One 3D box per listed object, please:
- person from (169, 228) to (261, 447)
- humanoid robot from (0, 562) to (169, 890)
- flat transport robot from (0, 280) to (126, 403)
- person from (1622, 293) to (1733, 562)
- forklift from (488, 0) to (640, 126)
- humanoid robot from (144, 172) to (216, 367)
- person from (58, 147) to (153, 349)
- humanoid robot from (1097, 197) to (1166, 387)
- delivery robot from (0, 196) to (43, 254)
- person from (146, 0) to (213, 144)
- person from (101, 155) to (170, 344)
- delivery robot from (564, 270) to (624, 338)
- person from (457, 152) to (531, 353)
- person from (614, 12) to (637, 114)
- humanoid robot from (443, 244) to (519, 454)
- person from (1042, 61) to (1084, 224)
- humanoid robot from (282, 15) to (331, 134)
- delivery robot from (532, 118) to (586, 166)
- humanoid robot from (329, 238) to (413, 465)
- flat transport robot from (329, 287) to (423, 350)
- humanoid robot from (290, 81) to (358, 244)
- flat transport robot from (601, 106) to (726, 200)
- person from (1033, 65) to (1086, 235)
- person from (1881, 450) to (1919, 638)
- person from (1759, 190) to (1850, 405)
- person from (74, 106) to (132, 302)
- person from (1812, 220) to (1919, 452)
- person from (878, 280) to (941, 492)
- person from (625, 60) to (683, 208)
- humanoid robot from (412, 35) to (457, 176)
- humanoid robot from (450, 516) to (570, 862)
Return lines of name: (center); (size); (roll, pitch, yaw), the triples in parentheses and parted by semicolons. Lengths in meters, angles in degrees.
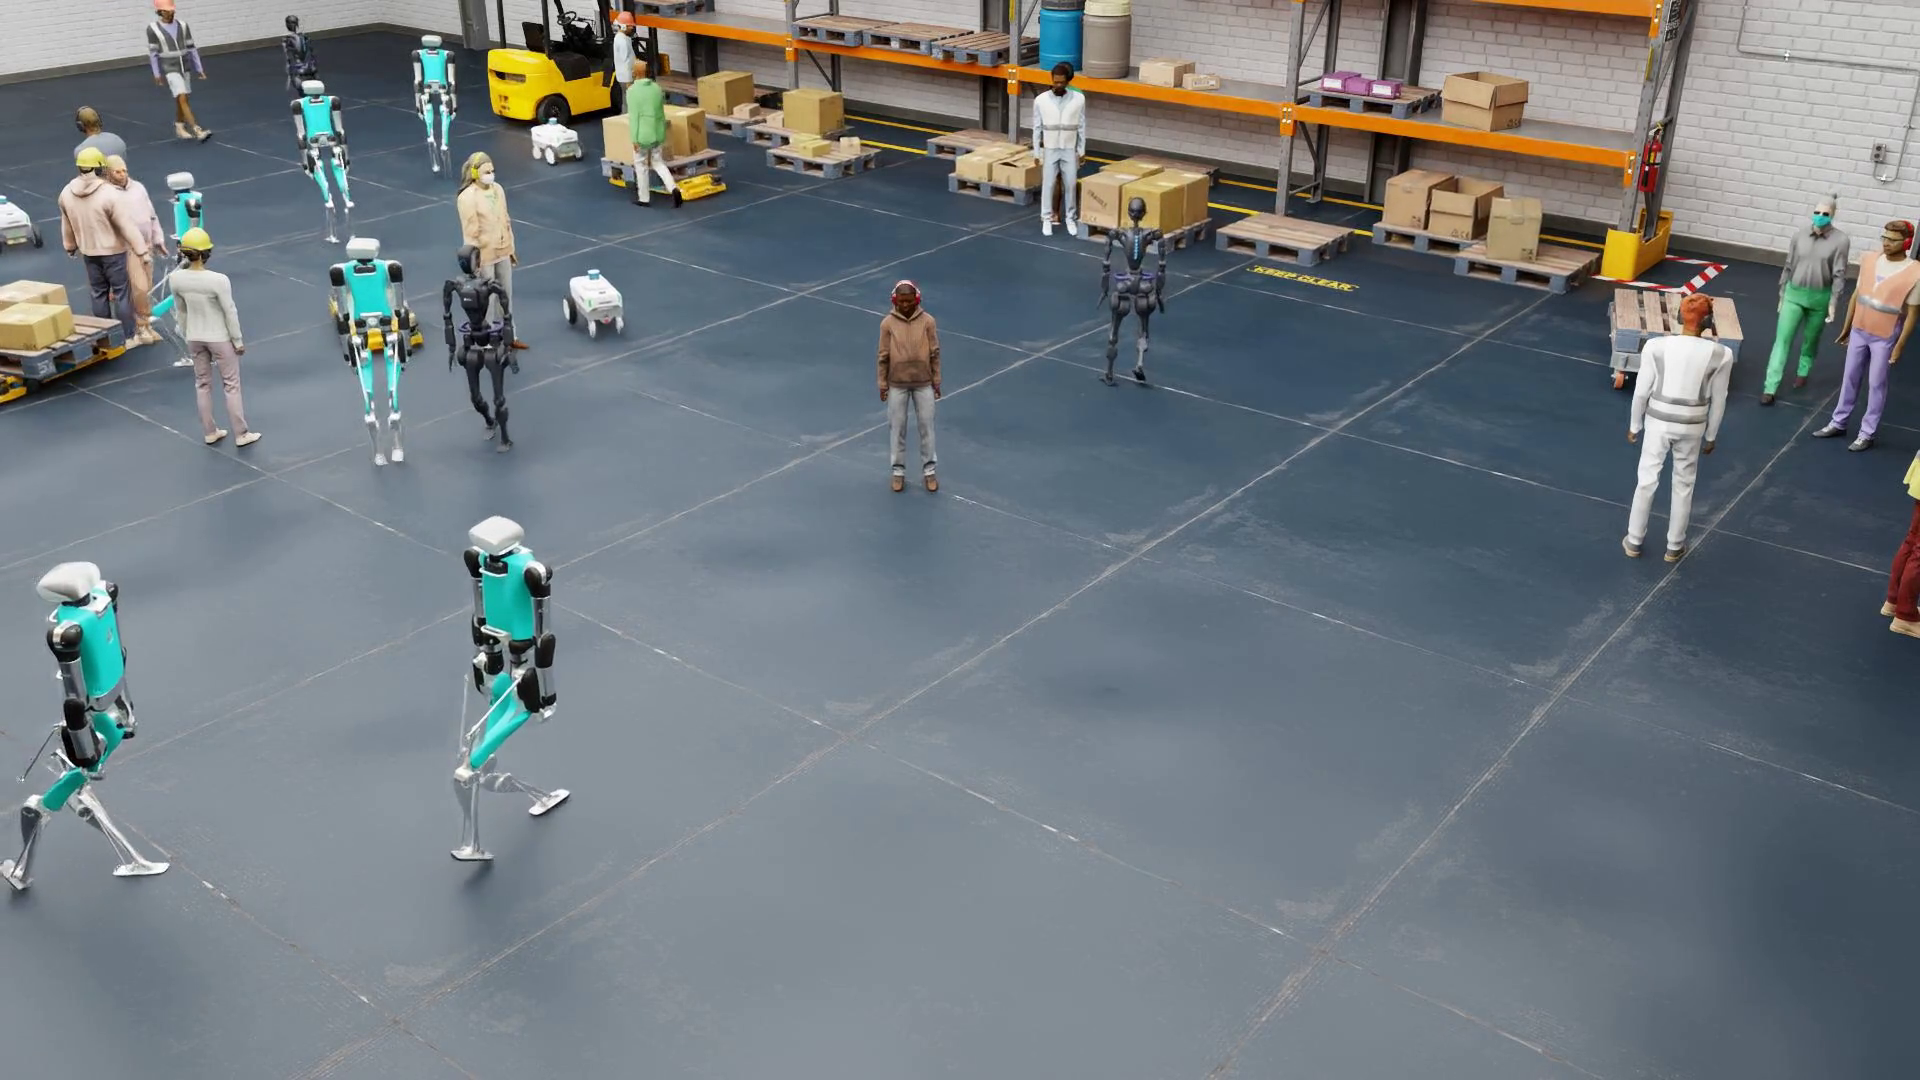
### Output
person: (-5.913, -1.596, 13.165); (0.525, 1.759, 0.337); (5, 26, 10)
humanoid robot: (-4.382, 0.947, 7.994); (0.878, 1.827, 0.548); (-1, 26, -2)
flat transport robot: (-8.233, -1.560, 14.801); (0.659, 0.231, 1.431); (9, 27, 18)
person: (4.838, -0.753, 11.276); (0.574, 1.883, 0.362); (12, 28, 23)
forklift: (-5.874, -7.334, 24.552); (1.214, 2.155, 2.313); (19, 32, 34)
humanoid robot: (-6.964, -2.307, 14.673); (0.762, 1.786, 0.550); (-17, 30, -31)
person: (-7.849, -2.653, 15.246); (0.810, 1.855, 0.435); (4, 26, 7)
humanoid robot: (1.485, -2.125, 14.352); (0.588, 1.645, 0.414); (0, 26, -1)
delivery robot: (-10.608, -3.510, 18.531); (0.499, 0.613, 0.817); (-21, 33, -36)
person: (-10.815, -6.535, 23.122); (1.010, 1.991, 0.632); (16, 30, 30)
person: (-7.645, -2.684, 15.402); (0.520, 1.767, 0.516); (14, 29, 26)
delivery robot: (-3.495, -2.299, 15.992); (0.499, 0.586, 0.765); (-12, 28, -24)
person: (-4.276, -2.587, 15.101); (0.415, 1.867, 0.565); (13, 29, 25)
person: (-4.671, -6.542, 23.426); (0.350, 1.740, 0.573); (-6, 26, -11)
humanoid robot: (-3.767, -1.534, 13.144); (0.589, 1.647, 0.532); (2, 26, 4)
person: (1.206, -4.586, 19.252); (0.495, 1.850, 0.396); (-13, 29, -25)
humanoid robot: (-9.312, -6.596, 23.624); (0.409, 1.641, 0.615); (11, 28, 21)
delivery robot: (-5.420, -5.340, 22.319); (0.499, 0.610, 0.814); (-23, 34, -39)
humanoid robot: (-4.458, -1.391, 12.723); (0.532, 1.764, 0.612); (-7, 27, -14)
flat transport robot: (-5.632, -2.132, 15.985); (0.659, 0.231, 1.431); (-12, 28, -23)
humanoid robot: (-7.008, -4.156, 18.510); (0.530, 1.802, 0.693); (-16, 30, -30)
flat transport robot: (-3.701, -4.532, 20.957); (1.431, 0.231, 0.659); (18, 31, 33)
person: (1.121, -4.416, 18.837); (0.599, 1.904, 0.394); (-2, 26, -4)
person: (6.089, -0.251, 10.367); (0.378, 1.768, 0.466); (8, 27, 15)
person: (7.211, -2.063, 14.123); (0.516, 1.774, 0.943); (17, 31, 31)
person: (-8.468, -3.336, 16.566); (0.379, 1.936, 0.627); (6, 26, 12)
person: (7.221, -1.615, 13.103); (0.391, 1.846, 0.564); (-12, 28, -23)
person: (-0.376, -1.152, 12.375); (0.474, 1.641, 0.336); (-2, 26, -4)
person: (-3.680, -4.809, 19.832); (0.709, 1.763, 0.555); (20, 32, 36)
humanoid robot: (-6.679, -5.438, 21.228); (0.562, 1.862, 0.790); (-4, 26, -8)
humanoid robot: (-2.385, 0.819, 8.241); (0.535, 1.775, 1.014); (16, 30, 29)
